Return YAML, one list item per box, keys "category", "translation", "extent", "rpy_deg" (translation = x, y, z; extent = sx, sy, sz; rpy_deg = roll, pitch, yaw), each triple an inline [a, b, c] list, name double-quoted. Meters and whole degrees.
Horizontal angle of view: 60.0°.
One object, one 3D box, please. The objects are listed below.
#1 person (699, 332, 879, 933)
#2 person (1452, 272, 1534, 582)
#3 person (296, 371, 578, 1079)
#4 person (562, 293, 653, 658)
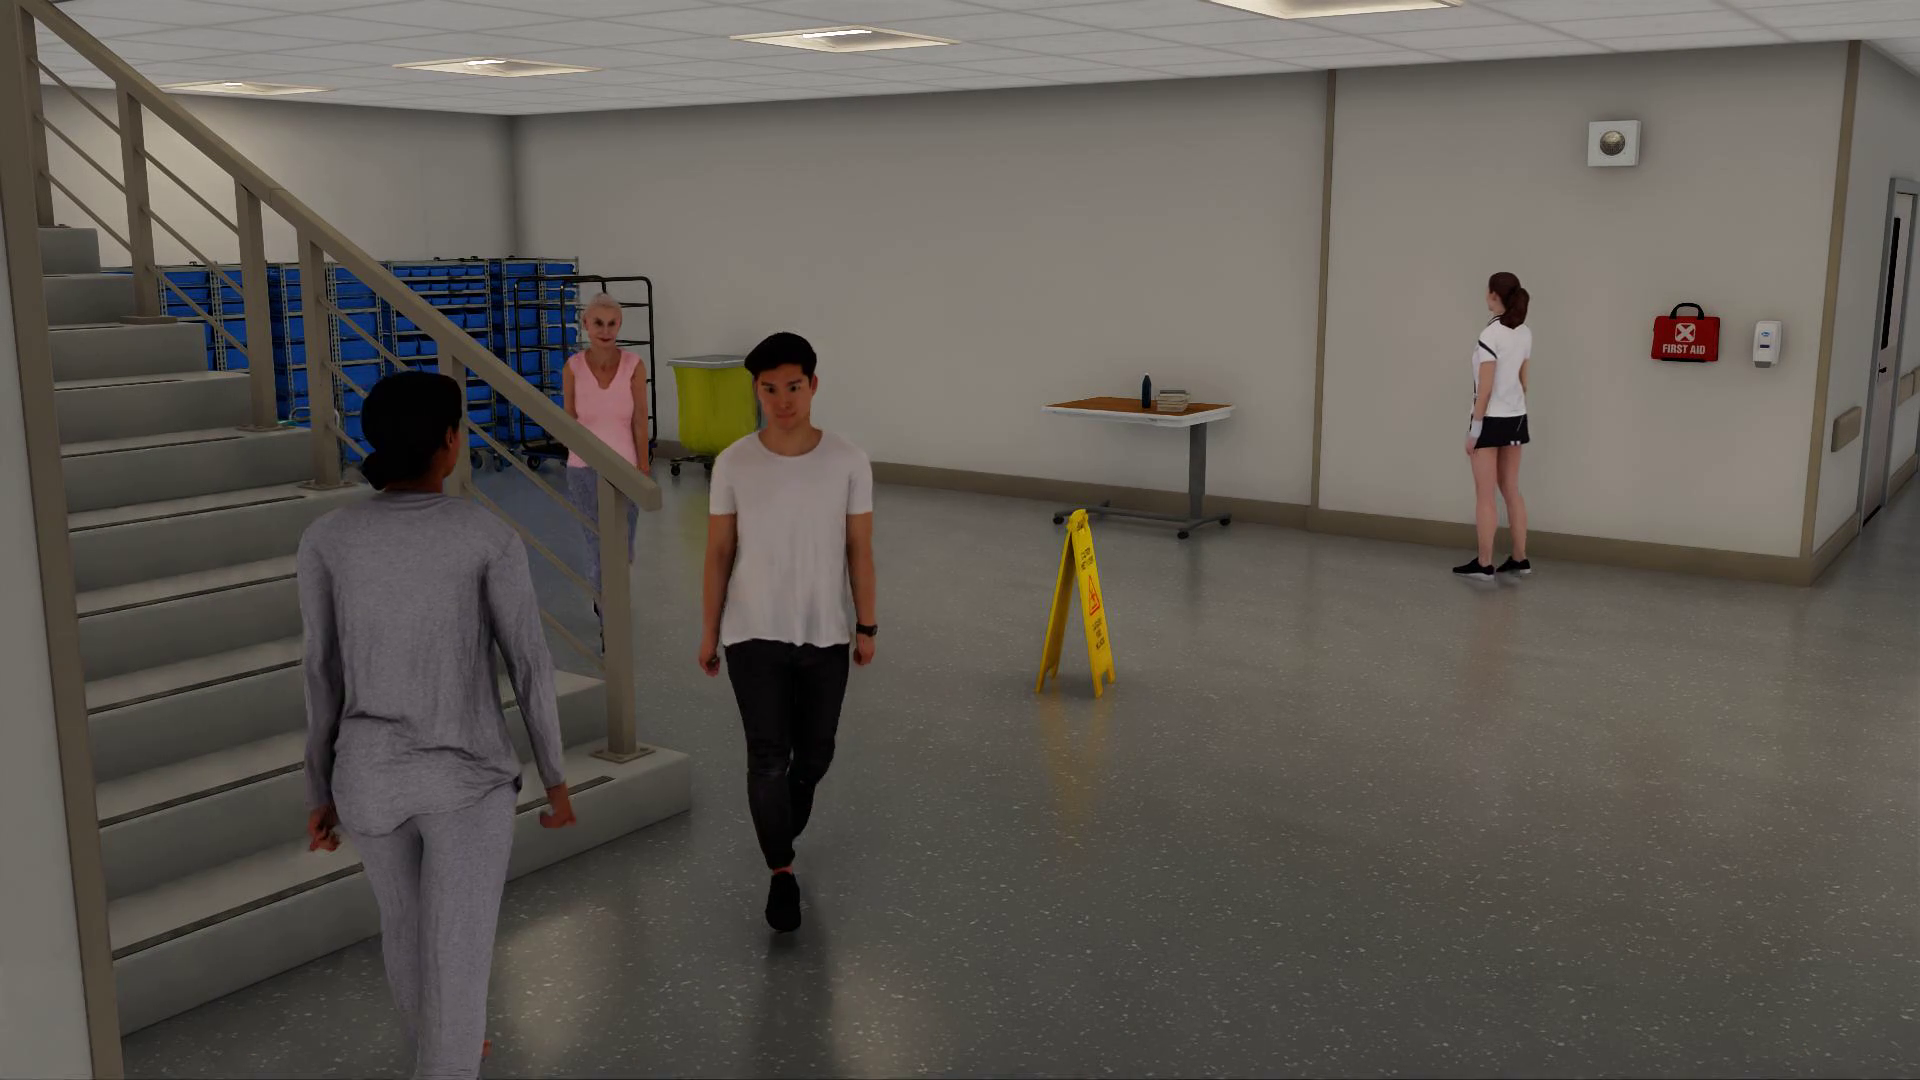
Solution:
- category: "person"
  translation: [-0.507, 0.241, 4.922]
  extent: [1.082, 1.686, 1.139]
  rpy_deg: [-1, 11, -8]
- category: "person"
  translation: [3.092, -0.651, 9.517]
  extent: [0.665, 1.758, 0.693]
  rpy_deg: [-7, 13, -32]
- category: "person"
  translation: [-1.112, 0.538, 3.369]
  extent: [0.952, 1.714, 0.955]
  rpy_deg: [1, 11, 7]
- category: "person"
  translation: [-1.702, -0.307, 7.917]
  extent: [0.965, 1.678, 1.089]
  rpy_deg: [-3, 11, -15]
